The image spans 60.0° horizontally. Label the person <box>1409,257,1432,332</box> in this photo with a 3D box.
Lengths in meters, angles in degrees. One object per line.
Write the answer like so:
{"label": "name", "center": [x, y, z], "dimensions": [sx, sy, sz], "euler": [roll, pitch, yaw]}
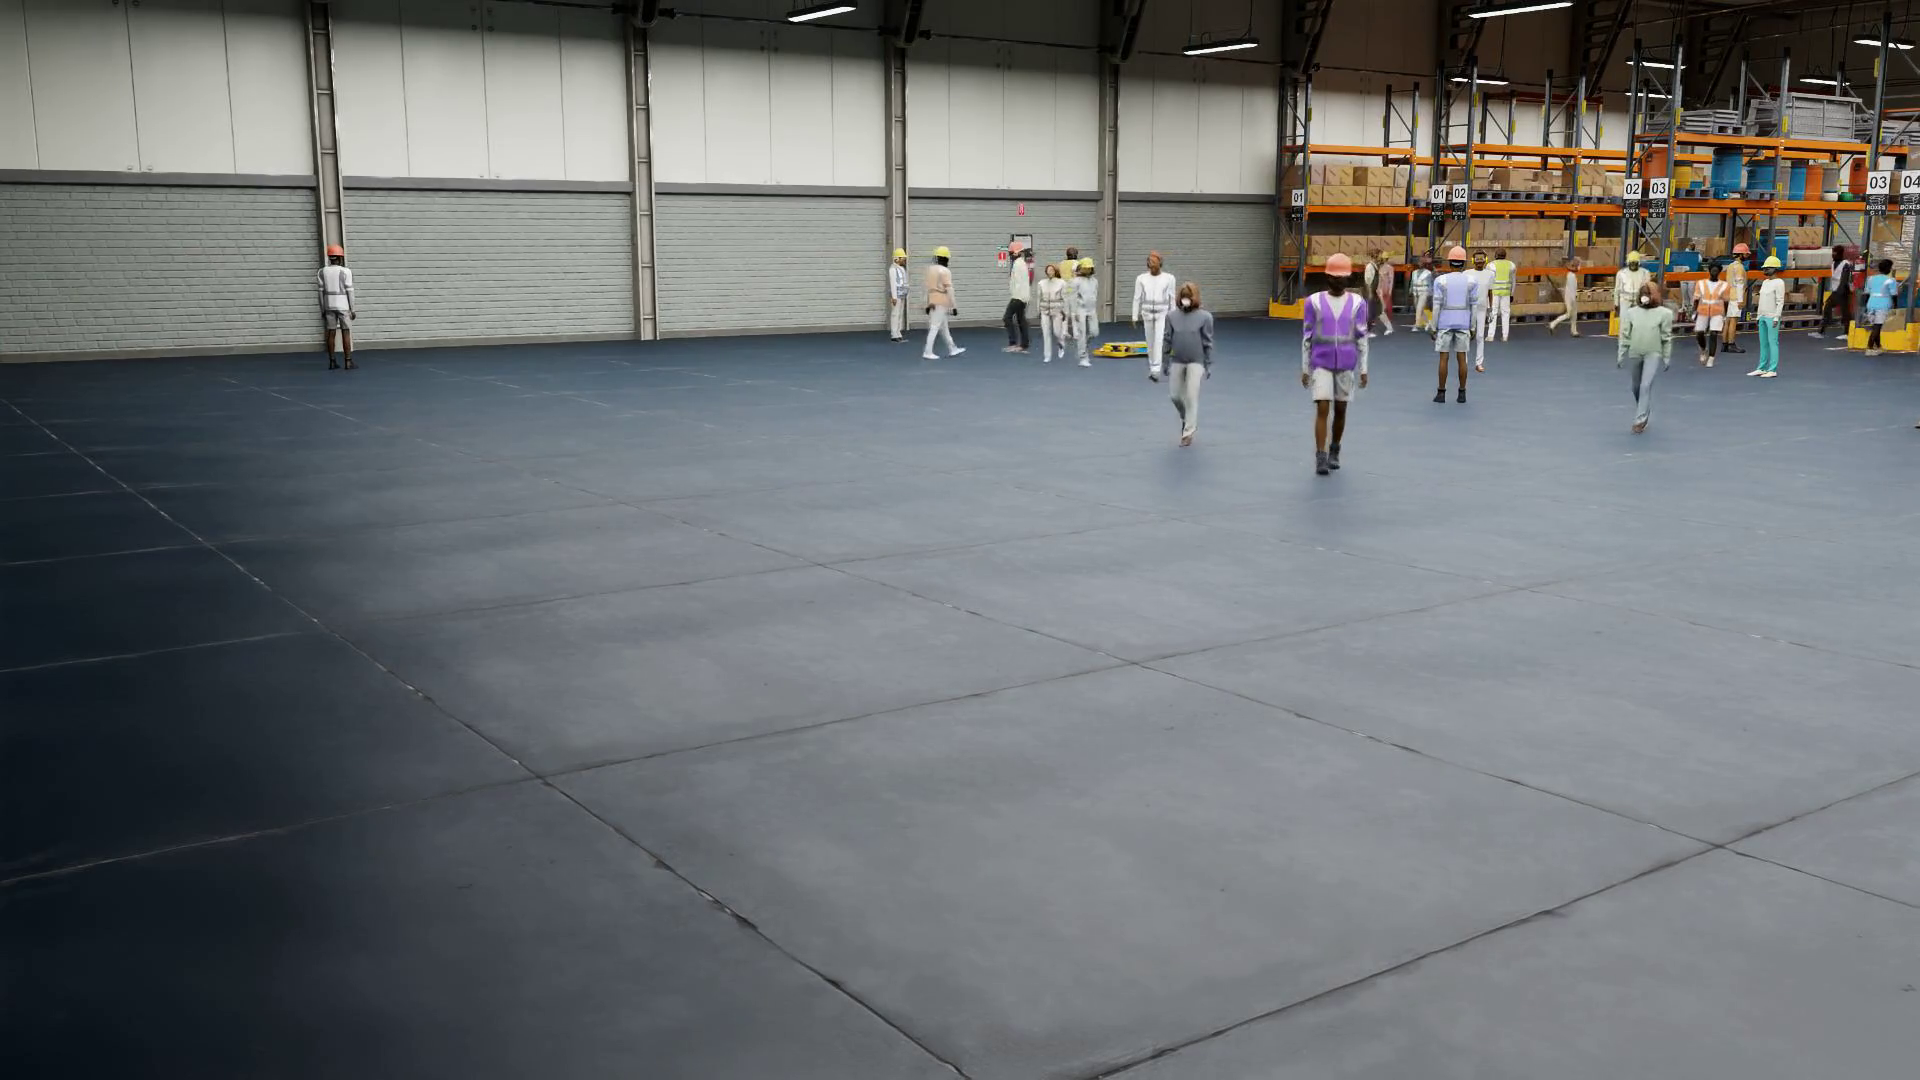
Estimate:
{"label": "person", "center": [10.109, -5.361, 36.316], "dimensions": [0.759, 1.613, 0.507], "euler": [-7, 12, -32]}

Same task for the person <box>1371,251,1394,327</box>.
{"label": "person", "center": [9.717, -5.765, 38.235], "dimensions": [0.538, 1.712, 0.899], "euler": [9, 14, 42]}

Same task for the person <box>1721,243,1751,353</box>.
{"label": "person", "center": [13.821, -4.300, 29.608], "dimensions": [0.361, 1.940, 0.543], "euler": [1, 10, 5]}

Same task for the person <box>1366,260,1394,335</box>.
{"label": "person", "center": [8.728, -5.086, 34.889], "dimensions": [0.863, 1.589, 0.536], "euler": [-1, 10, -6]}

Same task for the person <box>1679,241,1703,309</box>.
{"label": "person", "center": [18.060, -6.410, 41.178], "dimensions": [0.379, 1.940, 0.629], "euler": [-4, 11, -19]}

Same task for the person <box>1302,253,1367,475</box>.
{"label": "person", "center": [3.285, -1.546, 14.592], "dimensions": [0.554, 1.934, 0.574], "euler": [1, 10, 3]}

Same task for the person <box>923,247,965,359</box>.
{"label": "person", "center": [-0.245, -3.999, 28.103], "dimensions": [0.976, 1.875, 0.608], "euler": [-7, 12, -33]}

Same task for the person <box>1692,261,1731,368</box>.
{"label": "person", "center": [11.865, -3.568, 26.273], "dimensions": [0.547, 1.683, 0.512], "euler": [6, 12, 30]}

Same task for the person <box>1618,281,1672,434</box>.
{"label": "person", "center": [7.269, -1.945, 17.628], "dimensions": [0.510, 1.605, 0.790], "euler": [8, 13, 39]}

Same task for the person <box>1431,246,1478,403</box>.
{"label": "person", "center": [6.131, -2.669, 20.671], "dimensions": [0.552, 1.936, 0.358], "euler": [1, 10, 5]}

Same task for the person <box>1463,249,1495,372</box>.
{"label": "person", "center": [7.874, -3.490, 25.353], "dimensions": [0.521, 1.874, 0.327], "euler": [2, 10, 9]}

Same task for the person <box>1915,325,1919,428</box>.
{"label": "person", "center": [10.602, -2.124, 17.771], "dimensions": [0.640, 1.909, 0.409], "euler": [7, 12, 33]}

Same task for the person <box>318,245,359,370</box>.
{"label": "person", "center": [-9.667, -3.616, 25.870], "dimensions": [0.552, 1.932, 0.377], "euler": [1, 10, 5]}

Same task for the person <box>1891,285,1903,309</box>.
{"label": "person", "center": [19.884, -5.368, 35.609], "dimensions": [0.463, 1.892, 0.645], "euler": [-6, 12, -30]}

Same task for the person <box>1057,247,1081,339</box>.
{"label": "person", "center": [2.268, -5.004, 33.735], "dimensions": [0.620, 1.845, 0.430], "euler": [9, 14, 41]}

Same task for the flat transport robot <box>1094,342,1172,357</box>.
{"label": "flat transport robot", "center": [3.089, -3.314, 28.782], "dimensions": [1.431, 0.197, 0.652], "euler": [-6, 12, -28]}

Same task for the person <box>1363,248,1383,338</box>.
{"label": "person", "center": [8.446, -5.044, 34.007], "dimensions": [0.410, 1.819, 0.565], "euler": [5, 12, 26]}

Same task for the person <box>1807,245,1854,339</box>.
{"label": "person", "center": [17.623, -4.980, 33.507], "dimensions": [0.903, 1.875, 0.608], "euler": [0, 10, -2]}

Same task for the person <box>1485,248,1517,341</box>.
{"label": "person", "center": [10.655, -4.852, 32.905], "dimensions": [0.624, 1.844, 0.430], "euler": [0, 10, -1]}

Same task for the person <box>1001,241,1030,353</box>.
{"label": "person", "center": [0.952, -4.279, 29.397], "dimensions": [0.647, 1.969, 0.663], "euler": [2, 11, 11]}

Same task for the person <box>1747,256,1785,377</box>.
{"label": "person", "center": [11.883, -3.272, 24.449], "dimensions": [0.314, 1.769, 0.523], "euler": [-1, 10, -5]}

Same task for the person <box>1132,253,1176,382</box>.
{"label": "person", "center": [2.769, -3.187, 23.828], "dimensions": [0.597, 1.822, 1.000], "euler": [3, 11, 18]}

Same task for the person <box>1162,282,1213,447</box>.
{"label": "person", "center": [2.275, -1.751, 16.511], "dimensions": [0.507, 1.621, 0.570], "euler": [5, 11, 25]}

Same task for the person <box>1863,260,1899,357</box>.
{"label": "person", "center": [15.913, -3.989, 28.652], "dimensions": [0.823, 1.654, 0.553], "euler": [-5, 11, -23]}

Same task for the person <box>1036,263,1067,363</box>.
{"label": "person", "center": [1.526, -3.740, 27.381], "dimensions": [0.514, 1.630, 0.445], "euler": [4, 11, 21]}

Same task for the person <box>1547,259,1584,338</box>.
{"label": "person", "center": [12.416, -4.930, 33.969], "dimensions": [0.664, 1.609, 0.504], "euler": [3, 11, 18]}

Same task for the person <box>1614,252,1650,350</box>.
{"label": "person", "center": [12.118, -4.285, 29.971], "dimensions": [0.597, 1.781, 0.921], "euler": [3, 11, 16]}

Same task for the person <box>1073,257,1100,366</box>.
{"label": "person", "center": [2.008, -3.644, 26.593], "dimensions": [0.488, 1.731, 0.398], "euler": [-6, 12, -29]}

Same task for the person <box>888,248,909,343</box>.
{"label": "person", "center": [-1.192, -4.767, 32.459], "dimensions": [0.404, 1.834, 0.591], "euler": [3, 11, 15]}
